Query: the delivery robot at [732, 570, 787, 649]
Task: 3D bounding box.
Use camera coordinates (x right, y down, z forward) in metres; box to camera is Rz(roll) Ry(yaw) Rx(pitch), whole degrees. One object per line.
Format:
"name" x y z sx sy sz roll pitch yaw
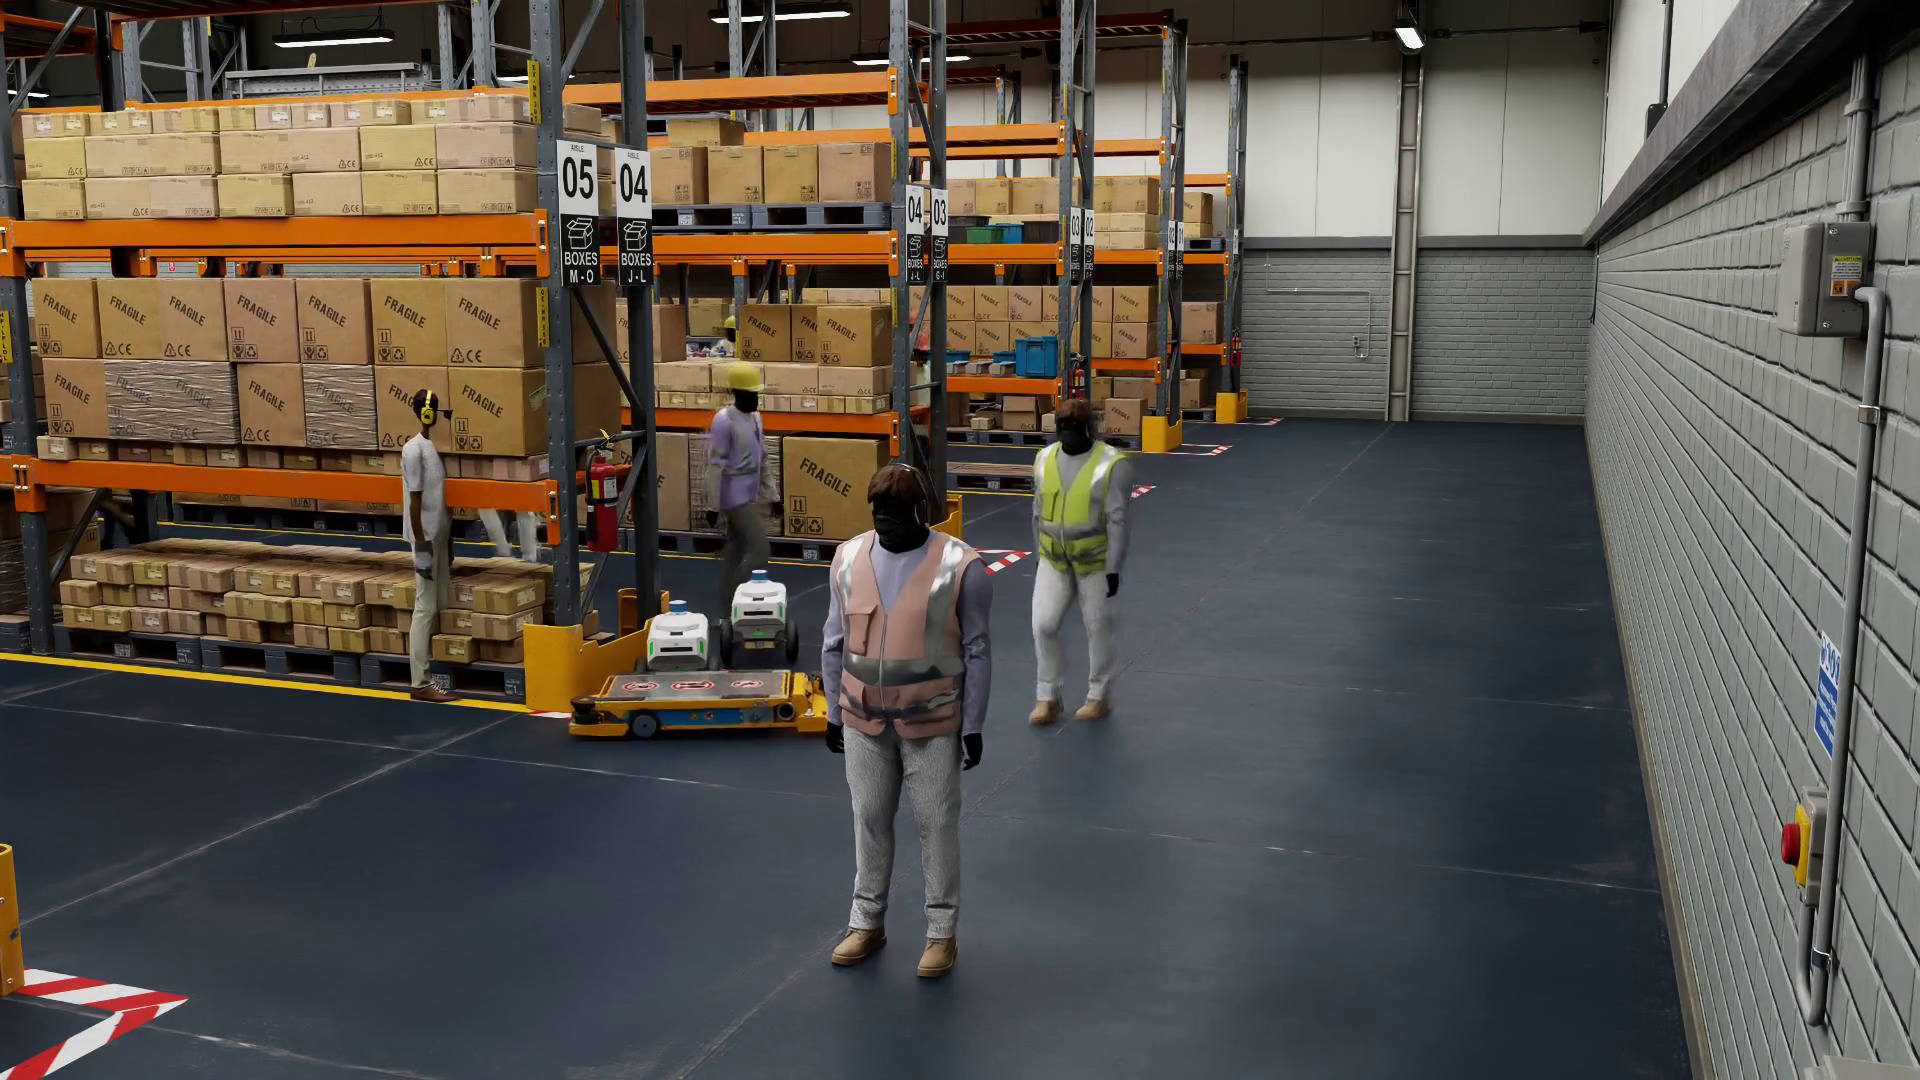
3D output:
"delivery robot" -1.311 0.440 10.909 0.477 0.478 0.707 -1 9 -5

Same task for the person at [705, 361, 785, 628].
"person" -1.472 -0.300 11.612 0.523 1.904 0.569 0 9 3

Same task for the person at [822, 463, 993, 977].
"person" -0.207 0.640 5.944 0.634 1.841 0.429 3 10 19

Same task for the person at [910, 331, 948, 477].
"person" -0.473 -1.070 16.245 0.922 1.966 0.607 6 11 35

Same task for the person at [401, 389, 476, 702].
"person" -3.080 0.023 9.753 0.333 1.860 0.510 0 9 2

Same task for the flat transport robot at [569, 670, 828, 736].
"flat transport robot" -1.400 0.896 9.238 1.431 0.197 0.652 -1 9 -5

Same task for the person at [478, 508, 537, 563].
"person" -3.709 -0.596 13.597 0.540 1.869 0.596 4 10 24

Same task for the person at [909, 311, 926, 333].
"person" -0.748 -2.250 23.557 1.062 2.000 0.607 3 10 17

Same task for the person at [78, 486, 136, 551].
"person" -7.402 -0.760 14.443 0.654 1.924 0.564 2 9 14

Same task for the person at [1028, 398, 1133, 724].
"person" 0.631 0.134 9.185 0.641 1.818 0.695 5 10 28

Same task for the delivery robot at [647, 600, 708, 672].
"delivery robot" -1.674 0.603 9.888 0.477 0.478 0.707 -1 9 -8

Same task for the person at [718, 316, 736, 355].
"person" -3.136 -2.144 23.084 0.449 1.917 0.607 3 10 18
